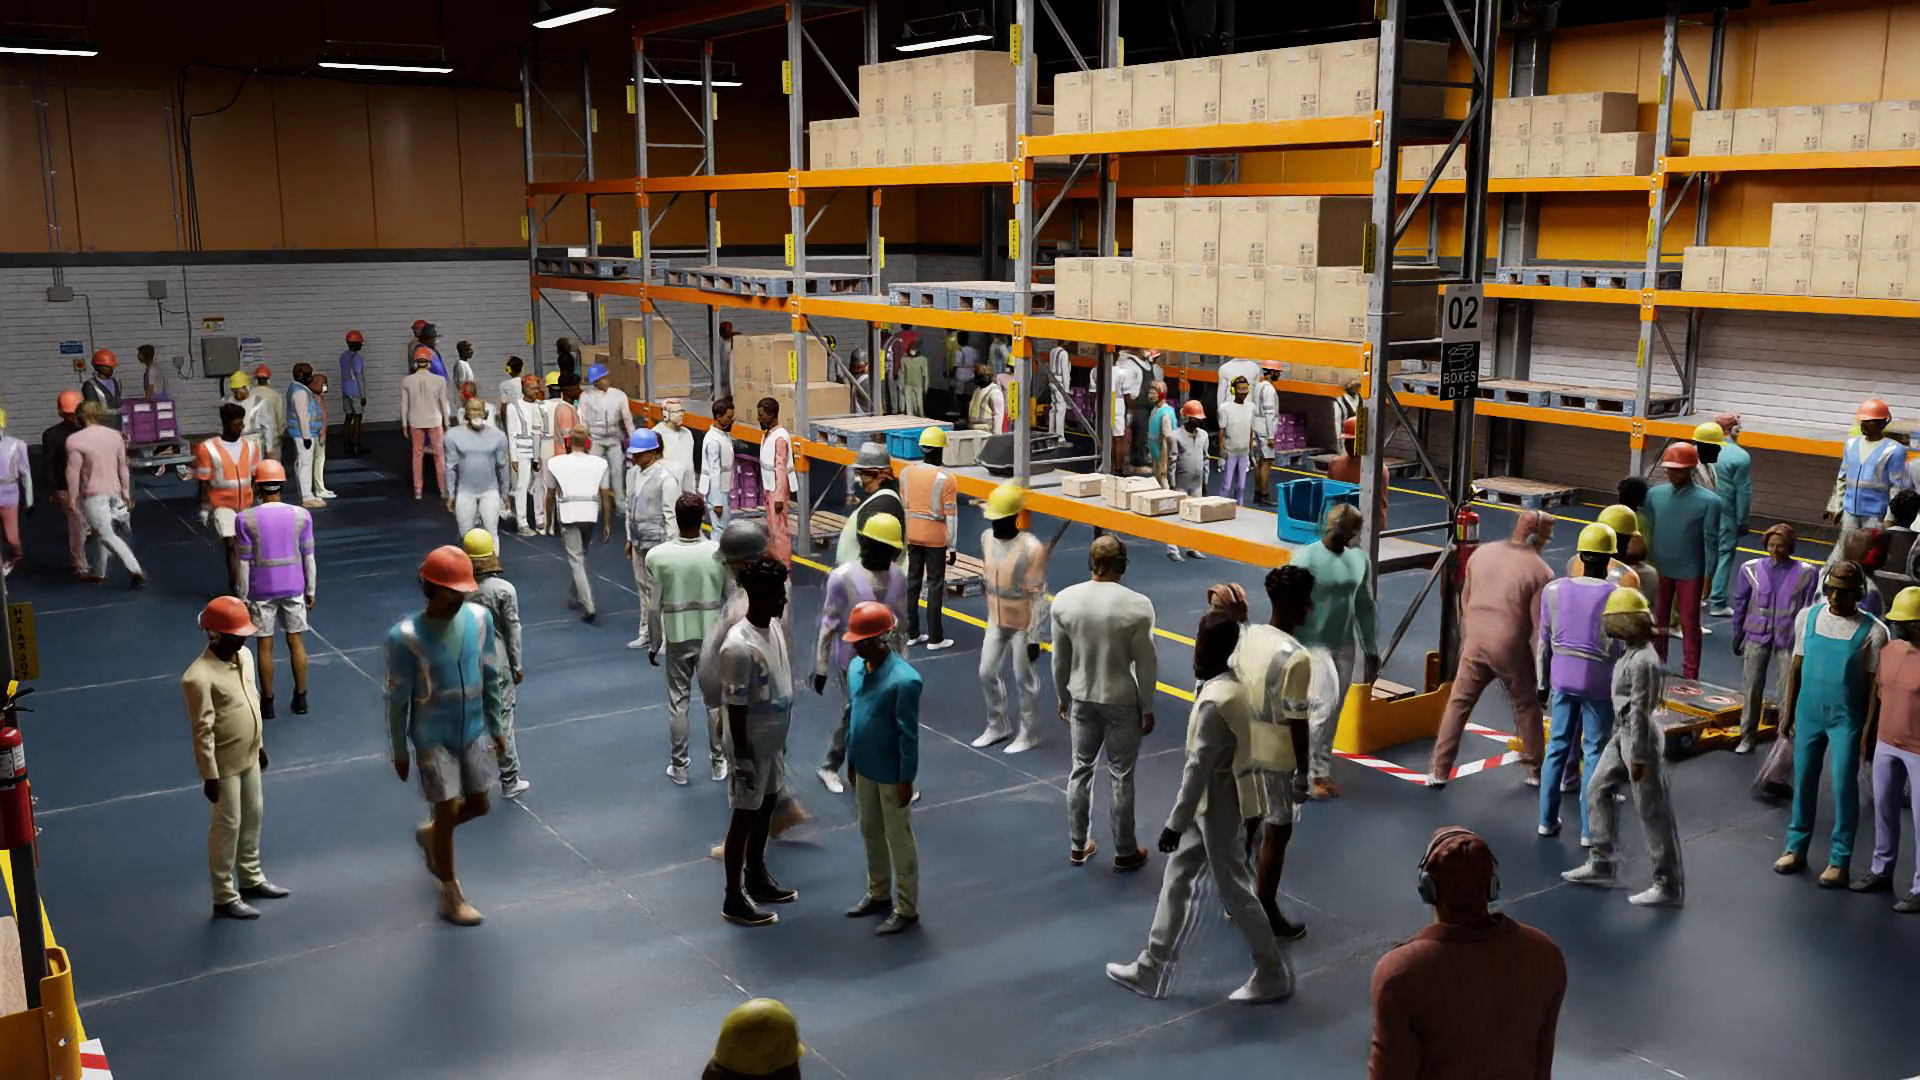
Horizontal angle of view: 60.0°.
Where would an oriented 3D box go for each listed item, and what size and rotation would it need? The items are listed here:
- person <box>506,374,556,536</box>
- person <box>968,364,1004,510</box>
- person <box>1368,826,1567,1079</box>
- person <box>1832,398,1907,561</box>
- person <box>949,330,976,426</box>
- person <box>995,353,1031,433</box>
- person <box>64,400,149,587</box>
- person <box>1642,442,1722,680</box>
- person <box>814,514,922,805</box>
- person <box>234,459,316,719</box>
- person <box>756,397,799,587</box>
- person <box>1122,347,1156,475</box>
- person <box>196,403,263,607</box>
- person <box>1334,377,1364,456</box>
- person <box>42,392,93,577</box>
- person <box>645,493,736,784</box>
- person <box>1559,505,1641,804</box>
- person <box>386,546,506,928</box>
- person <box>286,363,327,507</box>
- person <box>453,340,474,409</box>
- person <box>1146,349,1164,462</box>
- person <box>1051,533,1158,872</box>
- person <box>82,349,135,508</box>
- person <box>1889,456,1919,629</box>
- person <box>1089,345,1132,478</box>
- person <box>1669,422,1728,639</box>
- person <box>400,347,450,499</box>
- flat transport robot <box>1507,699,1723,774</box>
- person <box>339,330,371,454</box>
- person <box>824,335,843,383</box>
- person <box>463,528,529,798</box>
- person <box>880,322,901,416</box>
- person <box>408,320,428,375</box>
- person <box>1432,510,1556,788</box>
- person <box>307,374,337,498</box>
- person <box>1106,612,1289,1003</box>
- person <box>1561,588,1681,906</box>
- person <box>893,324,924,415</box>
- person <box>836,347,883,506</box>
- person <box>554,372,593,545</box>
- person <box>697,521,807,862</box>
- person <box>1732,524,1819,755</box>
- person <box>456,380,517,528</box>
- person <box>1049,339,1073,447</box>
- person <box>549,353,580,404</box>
[{"bbox_3d":[-4.980,-0.985,19.321,0.358,1.879,0.575,9,14,38],"label":"person"},{"bbox_3d":[0.316,-1.310,21.075,0.428,1.840,0.631,-5,12,-23],"label":"person"},{"bbox_3d":[1.479,1.792,5.044,0.643,1.902,0.400,-4,12,-18],"label":"person"},{"bbox_3d":[8.306,-0.280,15.279,0.374,2.043,0.612,-6,12,-26],"label":"person"},{"bbox_3d":[0.023,-2.862,29.394,0.412,1.685,0.551,8,14,36],"label":"person"},{"bbox_3d":[0.762,-1.840,24.029,0.520,1.752,0.377,0,11,-2],"label":"person"},{"bbox_3d":[-8.479,-0.442,16.512,0.881,1.908,0.634,3,11,15],"label":"person"},{"bbox_3d":[5.514,0.229,12.828,0.408,1.986,0.618,-10,15,-40],"label":"person"},{"bbox_3d":[-0.591,0.758,10.463,0.650,1.856,1.007,-10,15,-43],"label":"person"},{"bbox_3d":[-5.056,0.361,12.311,0.553,1.923,0.392,-8,13,-34],"label":"person"},{"bbox_3d":[-1.839,-0.477,16.645,0.411,1.906,0.602,-4,12,-18],"label":"person"},{"bbox_3d":[2.648,-1.954,23.854,0.634,2.000,0.705,5,12,26],"label":"person"},{"bbox_3d":[-6.842,-0.325,15.783,0.845,1.930,0.624,9,14,38],"label":"person"},{"bbox_3d":[5.190,-1.347,21.874,0.559,1.590,0.827,-2,11,-8],"label":"person"},{"bbox_3d":[-9.024,-0.551,16.948,0.724,1.952,0.633,7,13,30],"label":"person"},{"bbox_3d":[-1.738,0.646,10.858,0.596,1.918,0.381,-3,11,-15],"label":"person"},{"bbox_3d":[4.042,0.724,10.479,0.401,1.915,0.591,-4,12,-20],"label":"person"},{"bbox_3d":[-2.750,0.999,8.808,0.666,2.018,0.616,10,15,40],"label":"person"},{"bbox_3d":[-8.356,-1.342,21.240,0.430,1.841,0.624,-5,12,-25],"label":"person"},{"bbox_3d":[-7.442,-2.080,25.037,0.355,1.841,0.515,-3,11,-13],"label":"person"},{"bbox_3d":[2.878,-2.053,25.098,0.342,1.748,0.573,5,12,24],"label":"person"},{"bbox_3d":[0.819,0.921,9.419,0.627,1.933,0.371,5,12,26],"label":"person"},{"bbox_3d":[-10.674,-1.375,20.891,0.392,2.039,0.614,2,11,11],"label":"person"},{"bbox_3d":[8.712,-0.130,14.908,0.995,1.898,0.646,-9,15,-40],"label":"person"},{"bbox_3d":[2.106,-1.800,23.256,0.613,1.963,0.362,5,12,23],"label":"person"},{"bbox_3d":[6.457,-0.080,14.575,0.397,1.920,0.587,10,15,41],"label":"person"},{"bbox_3d":[-7.013,-1.532,21.849,0.617,1.984,0.410,-3,11,-14],"label":"person"},{"bbox_3d":[4.558,1.339,11.543,1.431,0.197,0.652,-6,13,-30],"label":"flat transport robot"},{"bbox_3d":[-9.427,-2.302,25.940,0.545,1.929,0.399,10,15,41],"label":"person"},{"bbox_3d":[-1.989,-2.249,25.843,0.327,1.861,0.503,-8,14,-36],"label":"person"},{"bbox_3d":[-3.020,0.786,10.588,0.492,1.746,0.285,0,11,2],"label":"person"},{"bbox_3d":[-1.325,-3.104,30.301,0.403,1.825,0.596,-9,14,-40],"label":"person"},{"bbox_3d":[-8.940,-2.660,27.616,0.406,1.986,0.613,0,11,1],"label":"person"},{"bbox_3d":[3.496,0.719,10.733,0.857,1.835,0.706,-8,14,-36],"label":"person"},{"bbox_3d":[-8.436,-1.374,21.934,0.286,1.632,0.501,-5,12,-22],"label":"person"},{"bbox_3d":[1.172,1.272,7.850,0.878,1.855,0.590,1,11,5],"label":"person"},{"bbox_3d":[3.624,1.110,9.038,0.687,1.697,0.534,3,11,14],"label":"person"},{"bbox_3d":[-0.982,-3.214,30.816,0.635,1.842,0.429,-3,12,-16],"label":"person"},{"bbox_3d":[-1.239,-1.437,21.204,0.682,2.000,0.537,6,13,28],"label":"person"},{"bbox_3d":[-4.376,-0.912,18.712,0.362,1.965,0.611,-3,12,-17],"label":"person"},{"bbox_3d":[-1.210,0.851,9.498,0.572,2.000,0.718,-1,11,-5],"label":"person"},{"bbox_3d":[5.557,0.690,11.376,0.524,1.631,0.319,7,13,31],"label":"person"},{"bbox_3d":[-5.552,-0.982,19.508,0.797,1.804,0.613,4,12,17],"label":"person"},{"bbox_3d":[1.605,-2.432,26.701,0.338,1.881,0.582,-4,12,-20],"label":"person"},{"bbox_3d":[-5.150,-1.487,21.777,0.593,1.919,0.388,9,14,38],"label":"person"}]
